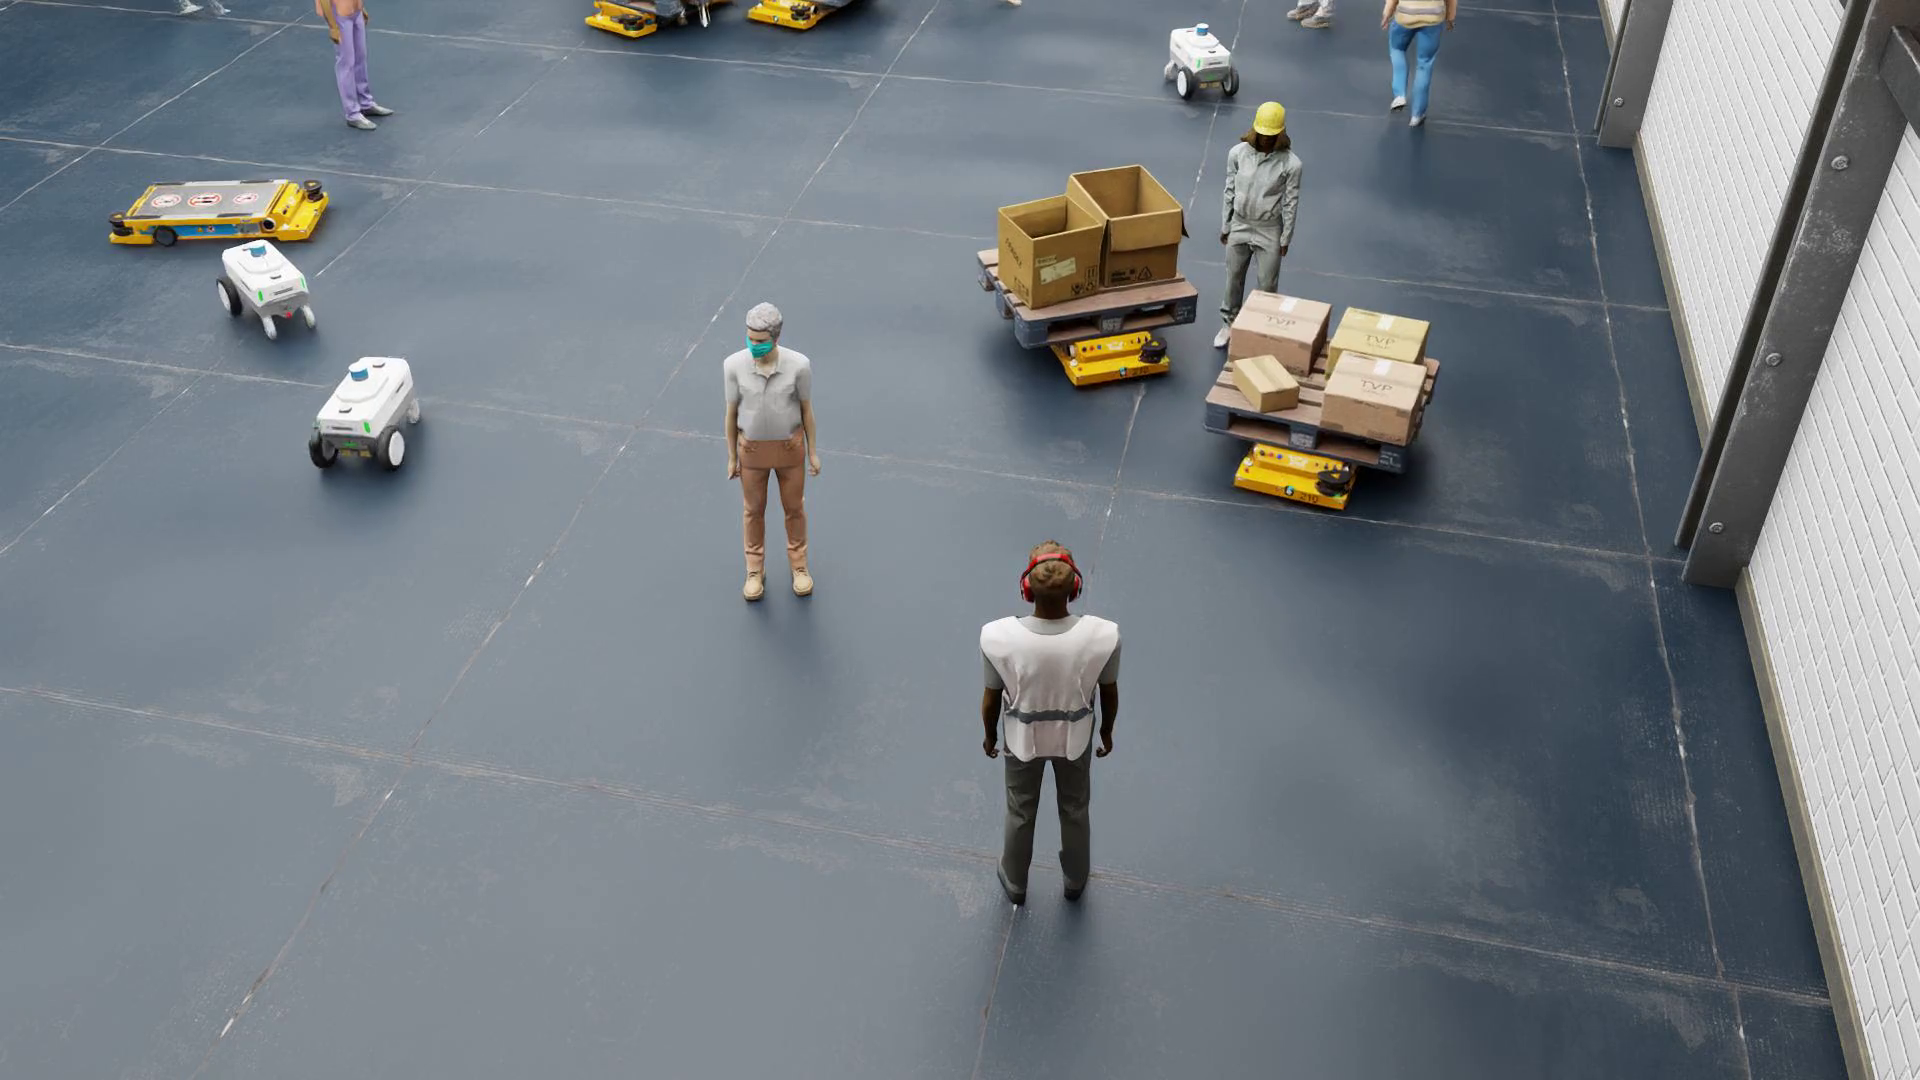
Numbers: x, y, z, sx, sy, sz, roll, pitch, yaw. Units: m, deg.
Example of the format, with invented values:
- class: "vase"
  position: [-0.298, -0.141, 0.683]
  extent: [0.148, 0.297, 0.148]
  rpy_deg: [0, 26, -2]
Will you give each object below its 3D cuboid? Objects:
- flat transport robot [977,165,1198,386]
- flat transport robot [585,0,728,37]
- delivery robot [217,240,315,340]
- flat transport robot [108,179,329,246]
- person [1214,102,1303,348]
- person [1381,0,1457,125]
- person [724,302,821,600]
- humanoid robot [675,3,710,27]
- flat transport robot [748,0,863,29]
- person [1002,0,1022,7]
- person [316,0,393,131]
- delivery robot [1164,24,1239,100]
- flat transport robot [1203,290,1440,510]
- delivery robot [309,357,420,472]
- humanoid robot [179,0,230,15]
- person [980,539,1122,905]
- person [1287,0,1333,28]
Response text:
- class: "flat transport robot"
  position: [0.849, -1.512, 11.242]
  extent: [0.659, 0.231, 1.431]
  rpy_deg: [-10, 38, -14]
- class: "flat transport robot"
  position: [-2.920, -5.247, 16.240]
  extent: [0.659, 0.231, 1.431]
  rpy_deg: [23, 42, 27]
- class: "delivery robot"
  position: [-4.721, -1.752, 11.320]
  extent: [0.499, 0.589, 0.784]
  rpy_deg: [-26, 44, -30]
- class: "flat transport robot"
  position: [-5.570, -2.464, 12.516]
  extent: [1.431, 0.231, 0.659]
  rpy_deg: [-2, 37, -3]
- class: "person"
  position: [1.897, -1.980, 10.647]
  extent: [0.482, 1.738, 0.341]
  rpy_deg: [18, 40, 22]
- class: "person"
  position: [3.807, -4.321, 13.805]
  extent: [0.608, 1.696, 0.468]
  rpy_deg: [7, 37, 10]
- class: "person"
  position: [-0.967, -0.457, 8.599]
  extent: [0.483, 1.742, 0.326]
  rpy_deg: [-3, 37, -4]
- class: "humanoid robot"
  position: [-2.627, -5.735, 15.651]
  extent: [0.538, 1.774, 0.663]
  rpy_deg: [-3, 37, -4]
- class: "flat transport robot"
  position: [-1.416, -5.392, 16.434]
  extent: [0.659, 0.231, 1.431]
  rpy_deg: [19, 41, 23]
- class: "person"
  position: [0.270, -6.078, 16.185]
  extent: [0.551, 1.669, 0.689]
  rpy_deg: [-23, 42, -27]
- class: "person"
  position: [-5.077, -4.322, 13.686]
  extent: [0.373, 1.842, 0.569]
  rpy_deg: [6, 37, 7]
- class: "delivery robot"
  position: [2.114, -4.244, 14.638]
  extent: [0.504, 0.570, 0.732]
  rpy_deg: [-9, 38, -11]
- class: "flat transport robot"
  position: [2.182, -0.697, 10.151]
  extent: [0.659, 0.231, 1.431]
  rpy_deg: [14, 39, 18]
- class: "delivery robot"
  position: [-3.573, -0.768, 10.023]
  extent: [0.499, 0.614, 0.815]
  rpy_deg: [4, 37, 5]
- class: "humanoid robot"
  position: [-7.472, -5.789, 15.754]
  extent: [0.544, 1.785, 0.789]
  rpy_deg: [22, 42, 27]
- class: "person"
  position: [0.360, 0.802, 6.827]
  extent: [0.565, 1.847, 0.390]
  rpy_deg: [-1, 37, -2]
- class: "person"
  position: [3.351, -5.725, 15.549]
  extent: [0.535, 1.867, 0.585]
  rpy_deg: [-7, 37, -9]
